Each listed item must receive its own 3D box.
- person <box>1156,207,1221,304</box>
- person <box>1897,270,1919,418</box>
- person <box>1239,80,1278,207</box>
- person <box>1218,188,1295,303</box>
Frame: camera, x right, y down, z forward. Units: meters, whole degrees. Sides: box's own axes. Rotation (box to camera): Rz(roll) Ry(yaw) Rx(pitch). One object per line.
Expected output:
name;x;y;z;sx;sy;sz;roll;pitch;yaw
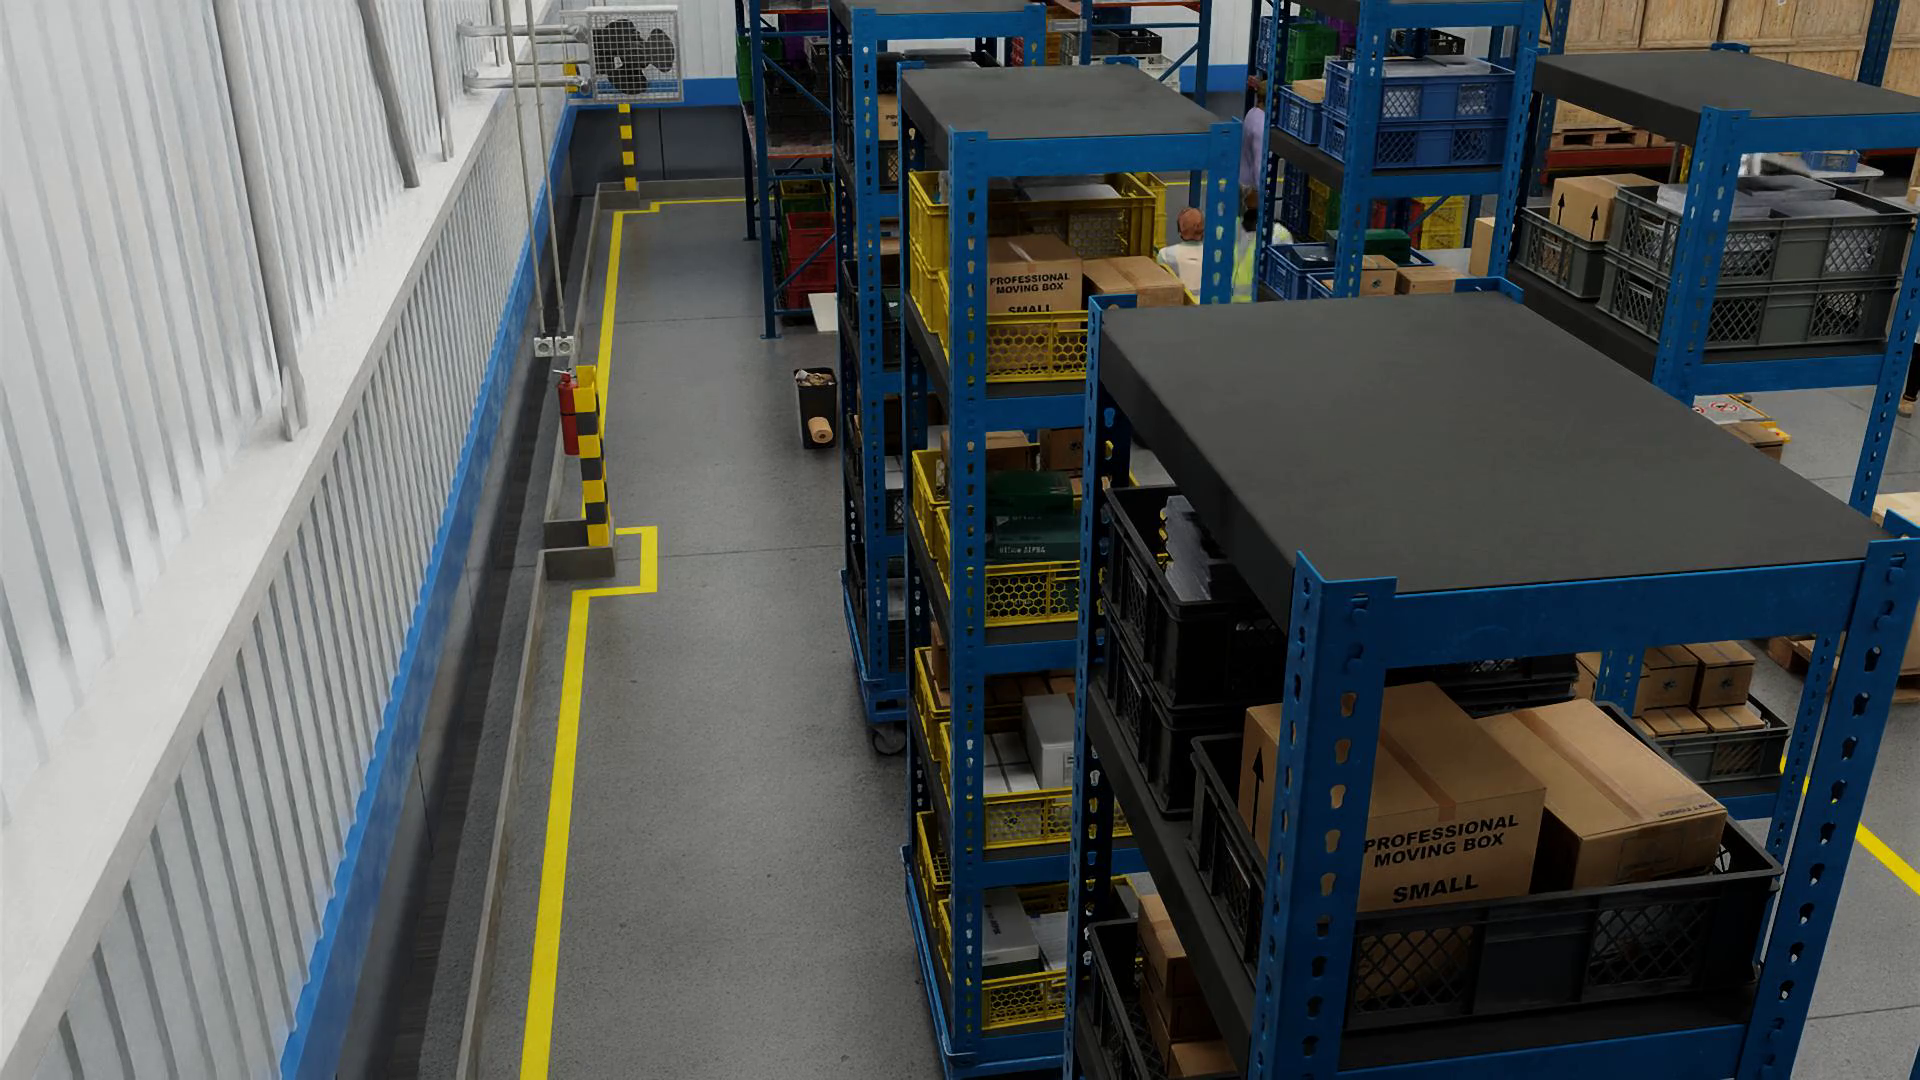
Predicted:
person;1.649;-1.604;12.136;0.523;1.631;0.314;-4;25;-10
person;7.296;-1.729;12.335;0.548;1.701;0.330;2;25;4
person;2.760;-3.313;15.494;0.368;1.931;0.632;1;25;3
person;2.012;-1.696;12.136;0.852;1.811;0.430;22;32;39
